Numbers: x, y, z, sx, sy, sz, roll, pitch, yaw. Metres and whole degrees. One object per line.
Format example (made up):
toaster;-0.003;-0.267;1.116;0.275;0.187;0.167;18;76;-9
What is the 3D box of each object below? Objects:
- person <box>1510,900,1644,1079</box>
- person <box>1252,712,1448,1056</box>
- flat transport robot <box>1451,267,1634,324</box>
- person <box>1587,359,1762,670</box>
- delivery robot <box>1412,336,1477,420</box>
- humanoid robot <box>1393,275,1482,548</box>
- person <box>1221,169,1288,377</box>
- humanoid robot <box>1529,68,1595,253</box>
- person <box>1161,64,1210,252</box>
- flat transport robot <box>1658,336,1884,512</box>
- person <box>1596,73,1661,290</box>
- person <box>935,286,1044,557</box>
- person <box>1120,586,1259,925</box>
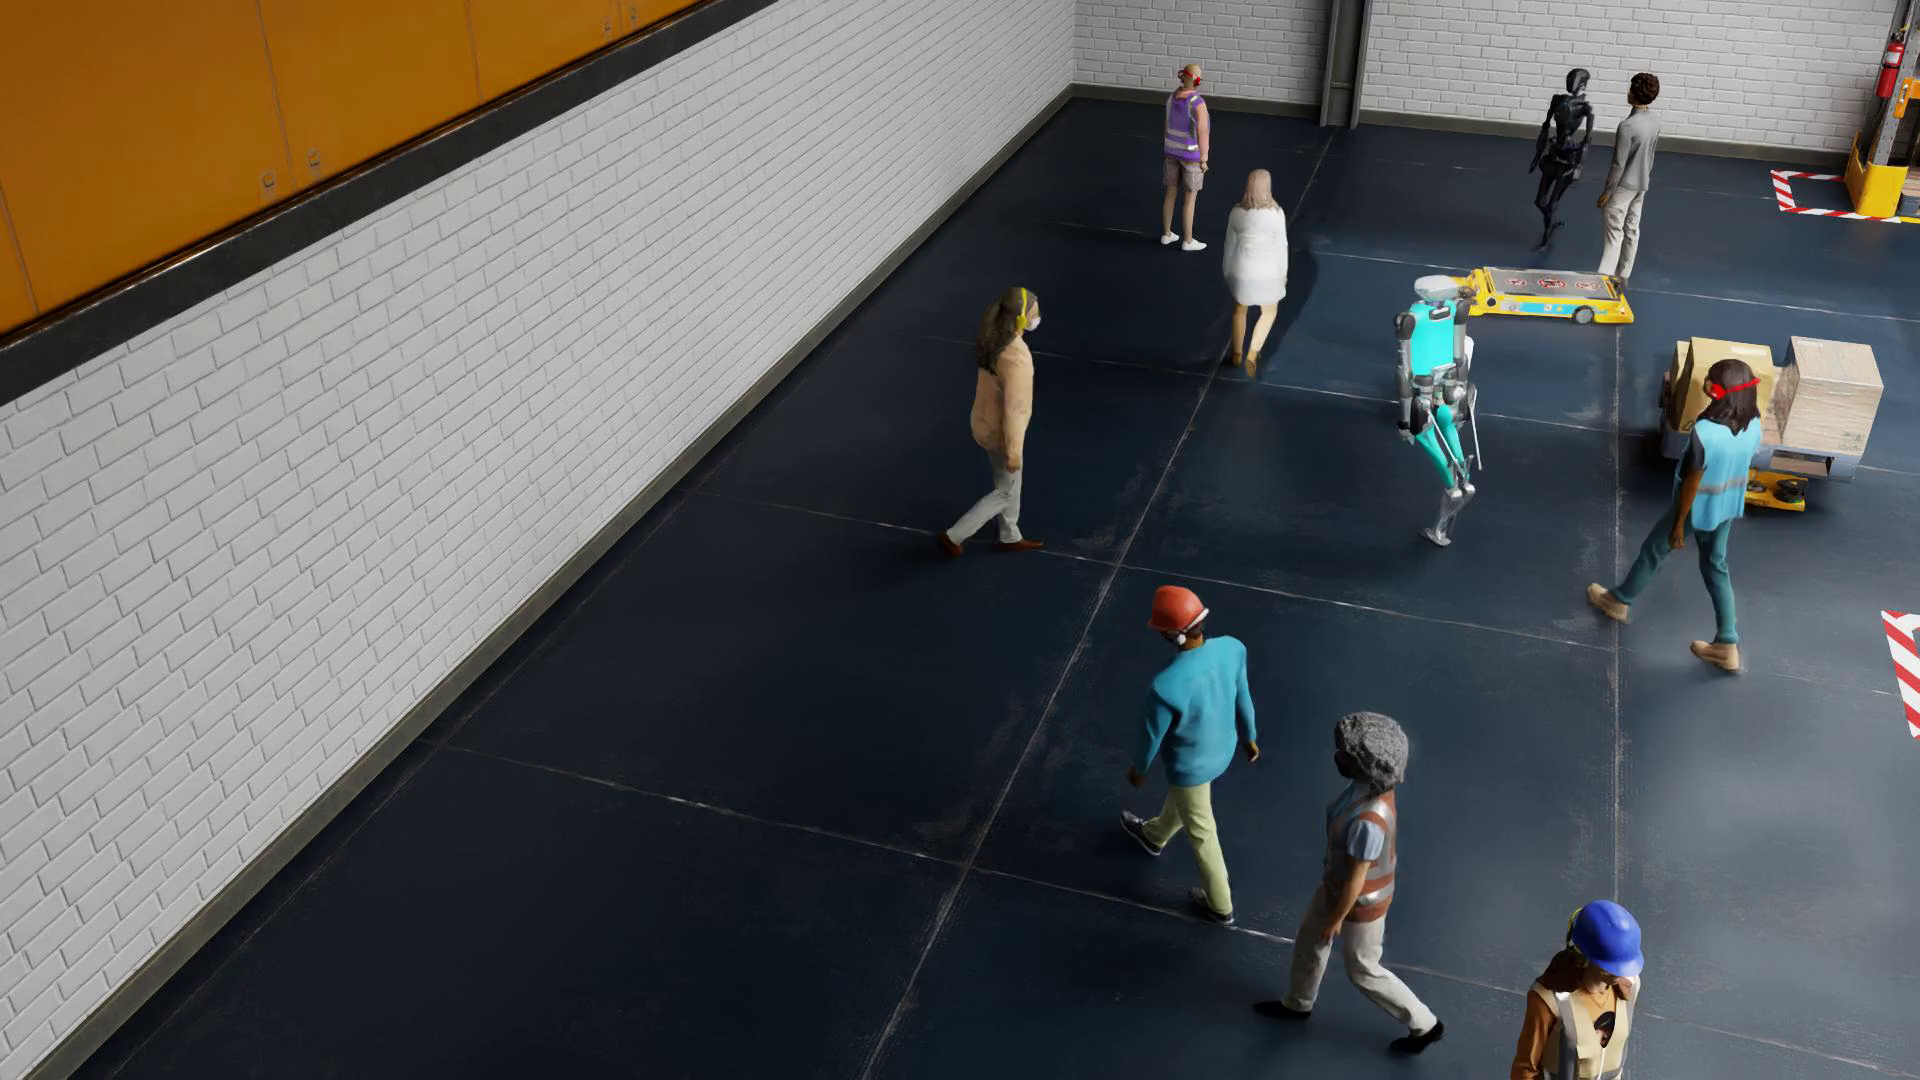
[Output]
person;2.101;1.956;5.809;0.461;1.778;0.305;-11;32;-18
person;1.688;1.431;6.810;0.758;1.659;0.438;3;31;6
flat transport robot;4.947;-2.086;14.174;1.431;0.231;0.659;5;31;8
person;4.191;-0.193;9.431;0.539;1.808;0.995;-12;32;-19
delivery robot;3.650;-1.285;12.501;0.499;0.566;0.739;10;32;16
humanoid robot;3.047;-0.707;10.403;0.557;1.793;0.789;-14;33;-22
person;2.239;-2.028;12.709;0.503;1.642;0.577;11;32;18
humanoid robot;5.497;-3.467;15.144;0.545;1.646;0.599;-15;34;-24
person;2.044;-3.466;15.116;0.349;1.692;0.477;-25;39;-36
flat transport robot;5.544;-0.640;11.714;0.659;0.231;1.431;10;32;16
person;5.667;-3.004;14.128;0.531;1.899;0.400;-18;35;-27
person;0.197;-0.669;10.211;0.676;1.846;0.609;-9;32;-14
person;1.018;0.934;7.625;0.613;1.689;0.858;-25;38;-35
